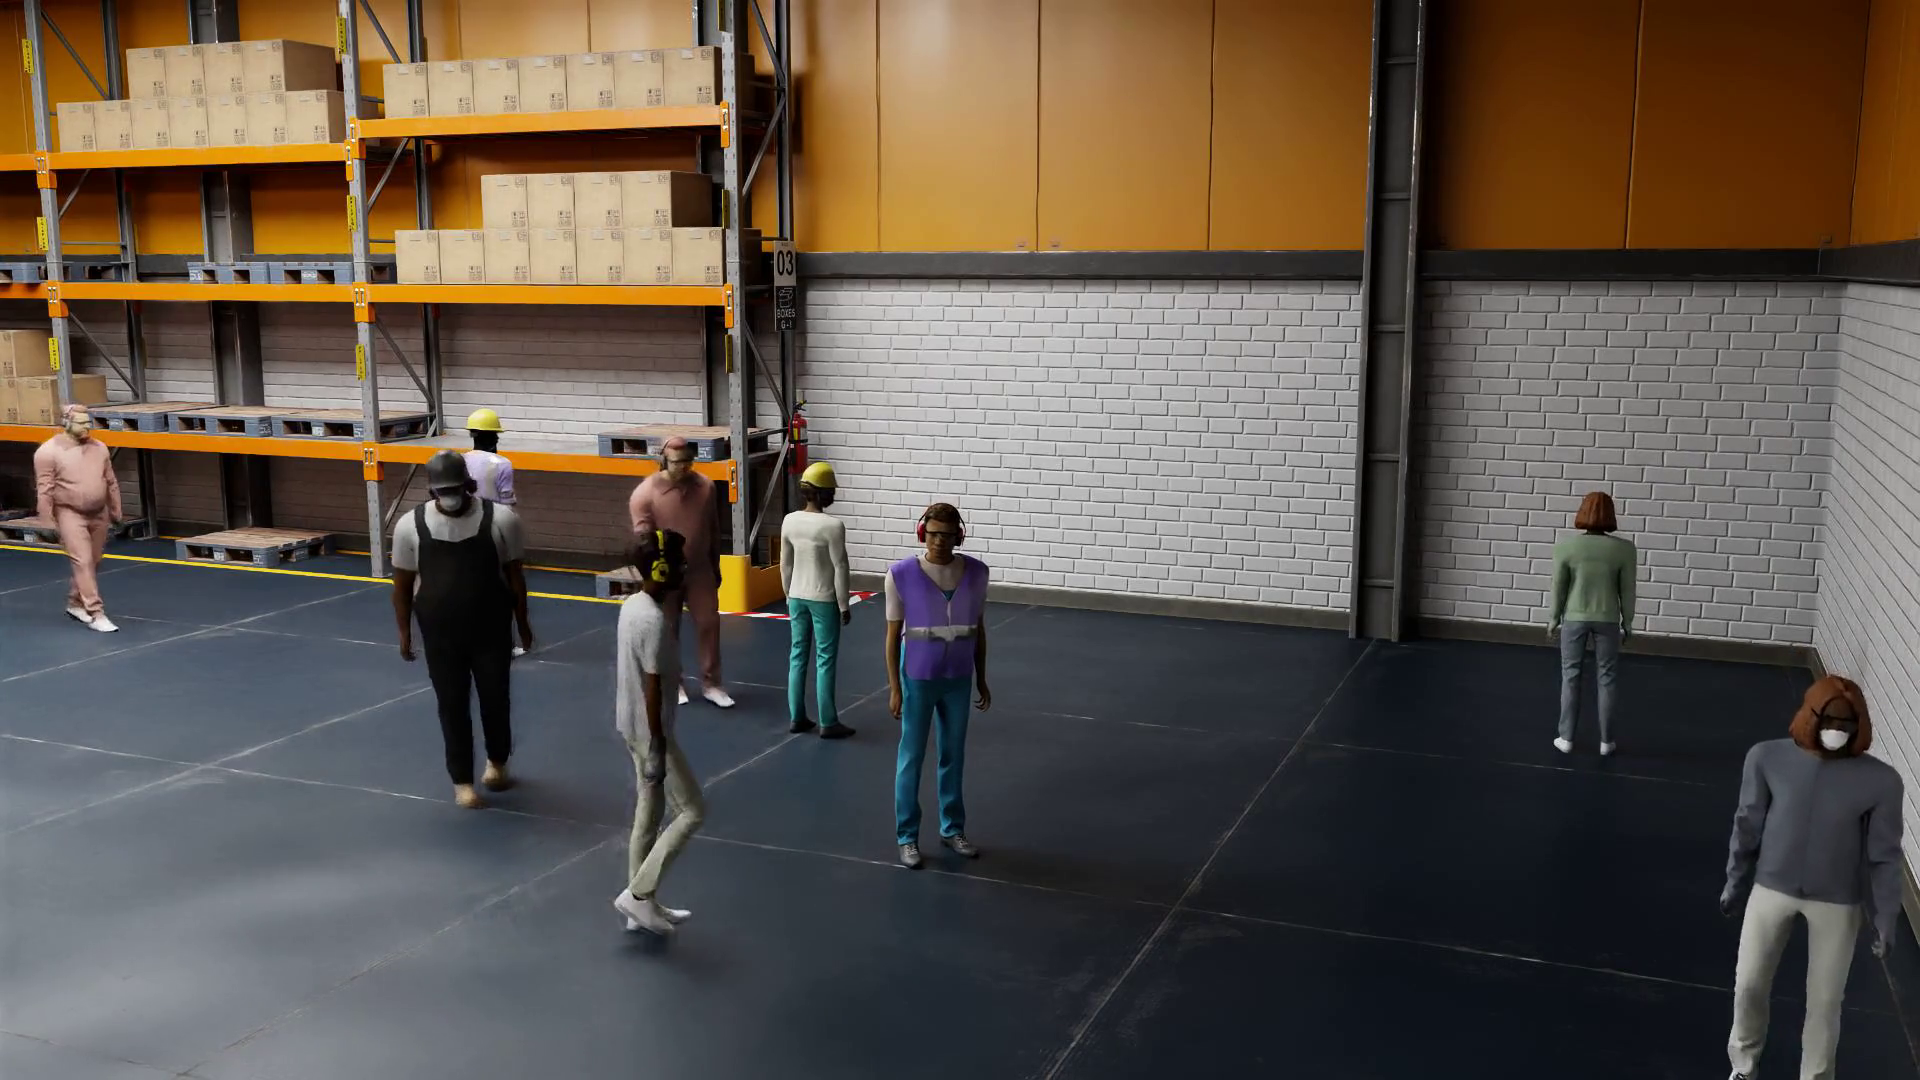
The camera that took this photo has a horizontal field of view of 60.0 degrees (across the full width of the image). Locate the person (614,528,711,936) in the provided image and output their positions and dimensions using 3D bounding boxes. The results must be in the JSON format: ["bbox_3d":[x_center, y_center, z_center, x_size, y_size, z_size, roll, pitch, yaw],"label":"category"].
[{"bbox_3d":[-1.352,0.869,7.472,0.411,1.854,0.515,-5,10,-26],"label":"person"}]

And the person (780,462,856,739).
[{"bbox_3d":[-0.907,0.383,10.660,0.532,1.765,0.328,7,12,35],"label":"person"}]

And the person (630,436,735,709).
[{"bbox_3d":[-1.859,0.232,11.223,0.666,1.873,0.761,-5,11,-29],"label":"person"}]

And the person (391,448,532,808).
[{"bbox_3d":[-2.804,0.456,9.379,0.760,2.000,0.597,-3,10,-16],"label":"person"}]

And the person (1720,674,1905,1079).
[{"bbox_3d":[2.939,1.258,5.760,0.551,1.625,0.329,5,11,29],"label":"person"}]

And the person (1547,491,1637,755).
[{"bbox_3d":[3.891,0.513,10.262,0.507,1.631,0.266,2,10,14],"label":"person"}]

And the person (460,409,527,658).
[{"bbox_3d":[-3.631,-0.038,12.731,0.587,1.922,0.383,3,10,19],"label":"person"}]

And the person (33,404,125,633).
[{"bbox_3d":[-7.283,-0.194,13.827,0.817,1.878,0.662,5,10,26],"label":"person"}]

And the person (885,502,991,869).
[{"bbox_3d":[-0.114,0.715,8.417,0.564,1.839,0.396,-4,10,-25],"label":"person"}]
